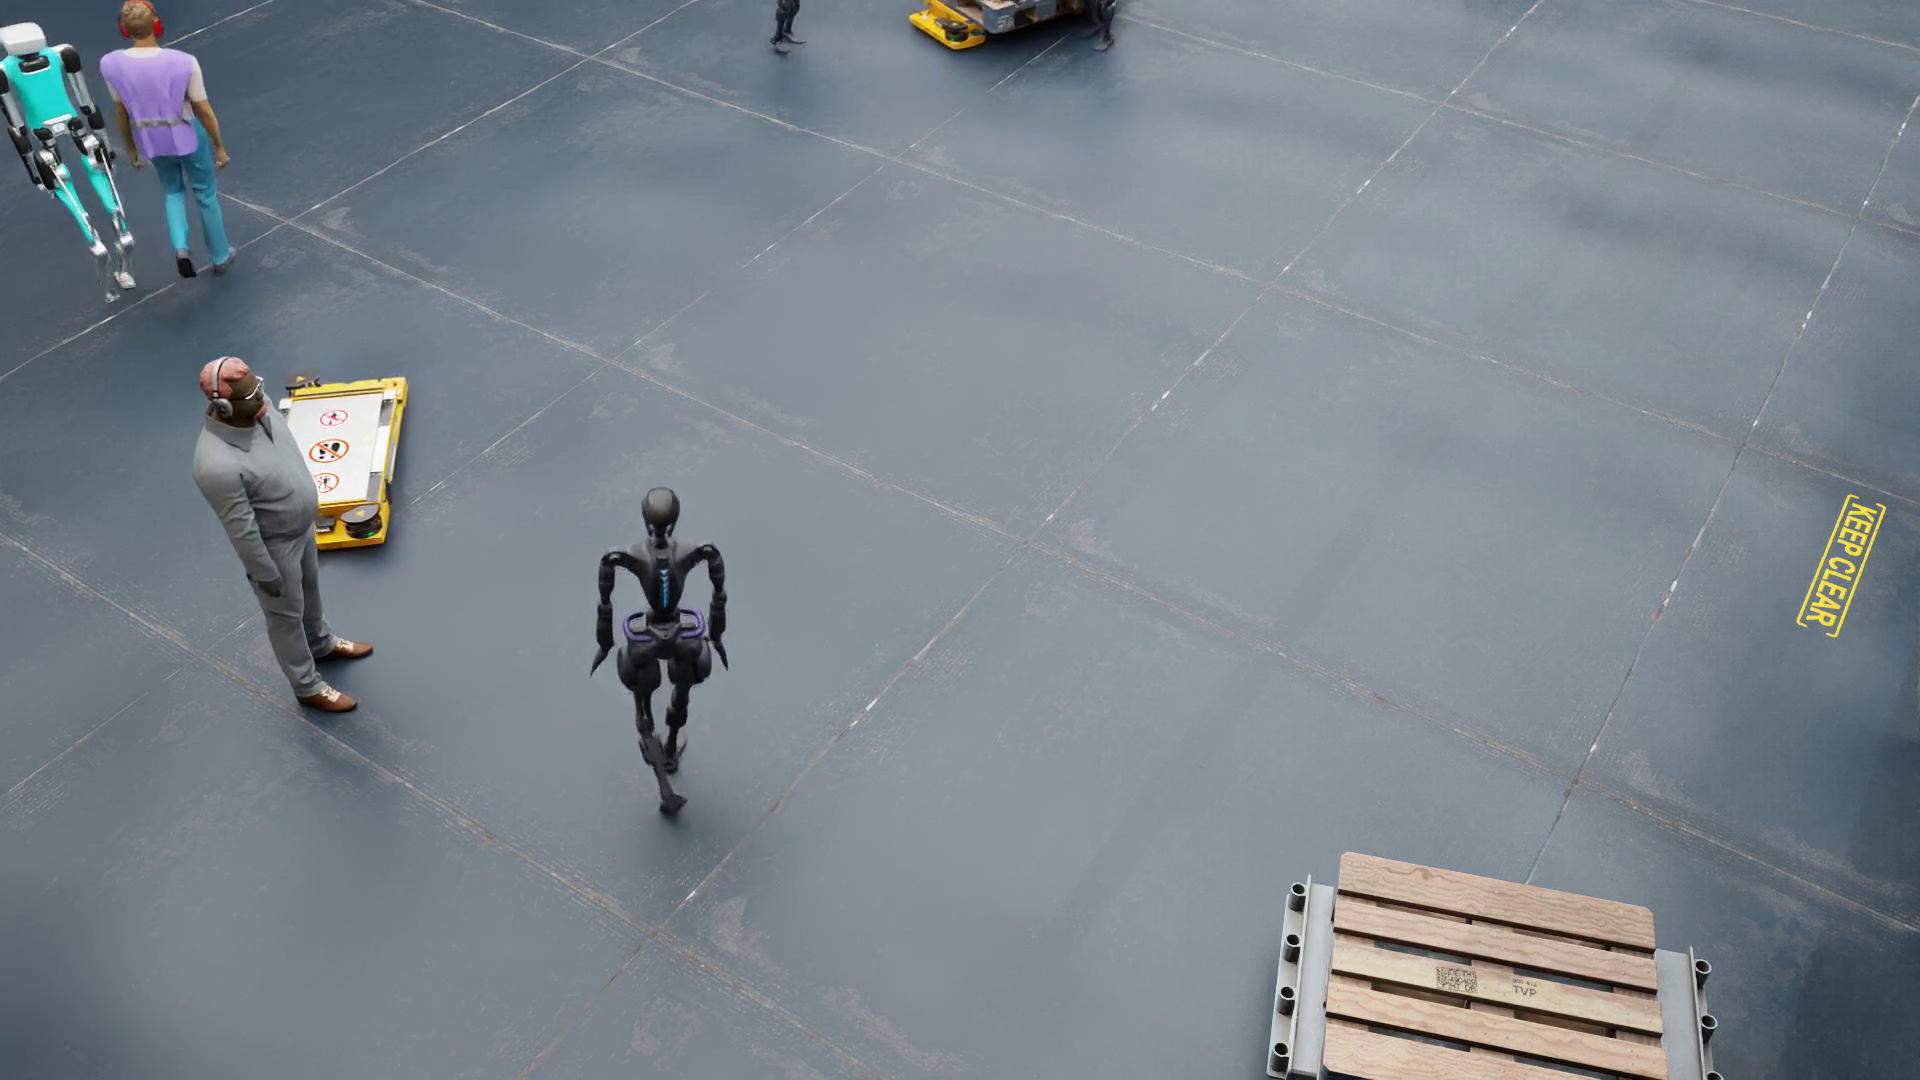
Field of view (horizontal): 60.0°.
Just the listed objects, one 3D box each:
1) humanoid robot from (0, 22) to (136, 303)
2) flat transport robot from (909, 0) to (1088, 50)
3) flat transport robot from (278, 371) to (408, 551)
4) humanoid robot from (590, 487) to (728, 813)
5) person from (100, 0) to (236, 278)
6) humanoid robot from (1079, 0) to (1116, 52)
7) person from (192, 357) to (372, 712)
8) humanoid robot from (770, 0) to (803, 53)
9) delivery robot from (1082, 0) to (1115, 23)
[{"bbox_3d":[-5.359,-2.223,10.167,0.530,1.805,0.635,-30,50,-30],"label":"humanoid robot"},{"bbox_3d":[0.354,-4.402,13.705,1.431,0.231,0.659,-25,47,-25],"label":"flat transport robot"},{"bbox_3d":[-3.501,-0.465,9.300,0.659,0.231,1.431,-6,42,-7],"label":"flat transport robot"},{"bbox_3d":[-1.300,0.518,7.180,0.639,1.646,0.593,-4,42,-4],"label":"humanoid robot"},{"bbox_3d":[-4.883,-2.426,10.325,0.602,1.821,0.501,-5,42,-6],"label":"person"},{"bbox_3d":[1.128,-4.667,12.940,0.589,1.648,0.365,31,50,30],"label":"humanoid robot"},{"bbox_3d":[-3.087,-0.034,7.589,0.405,1.910,0.639,0,42,0],"label":"person"},{"bbox_3d":[-1.335,-4.622,12.905,0.601,1.639,0.414,-29,49,-28],"label":"humanoid robot"},{"bbox_3d":[1.110,-4.681,13.793,0.499,0.581,0.767,18,45,19],"label":"delivery robot"}]
